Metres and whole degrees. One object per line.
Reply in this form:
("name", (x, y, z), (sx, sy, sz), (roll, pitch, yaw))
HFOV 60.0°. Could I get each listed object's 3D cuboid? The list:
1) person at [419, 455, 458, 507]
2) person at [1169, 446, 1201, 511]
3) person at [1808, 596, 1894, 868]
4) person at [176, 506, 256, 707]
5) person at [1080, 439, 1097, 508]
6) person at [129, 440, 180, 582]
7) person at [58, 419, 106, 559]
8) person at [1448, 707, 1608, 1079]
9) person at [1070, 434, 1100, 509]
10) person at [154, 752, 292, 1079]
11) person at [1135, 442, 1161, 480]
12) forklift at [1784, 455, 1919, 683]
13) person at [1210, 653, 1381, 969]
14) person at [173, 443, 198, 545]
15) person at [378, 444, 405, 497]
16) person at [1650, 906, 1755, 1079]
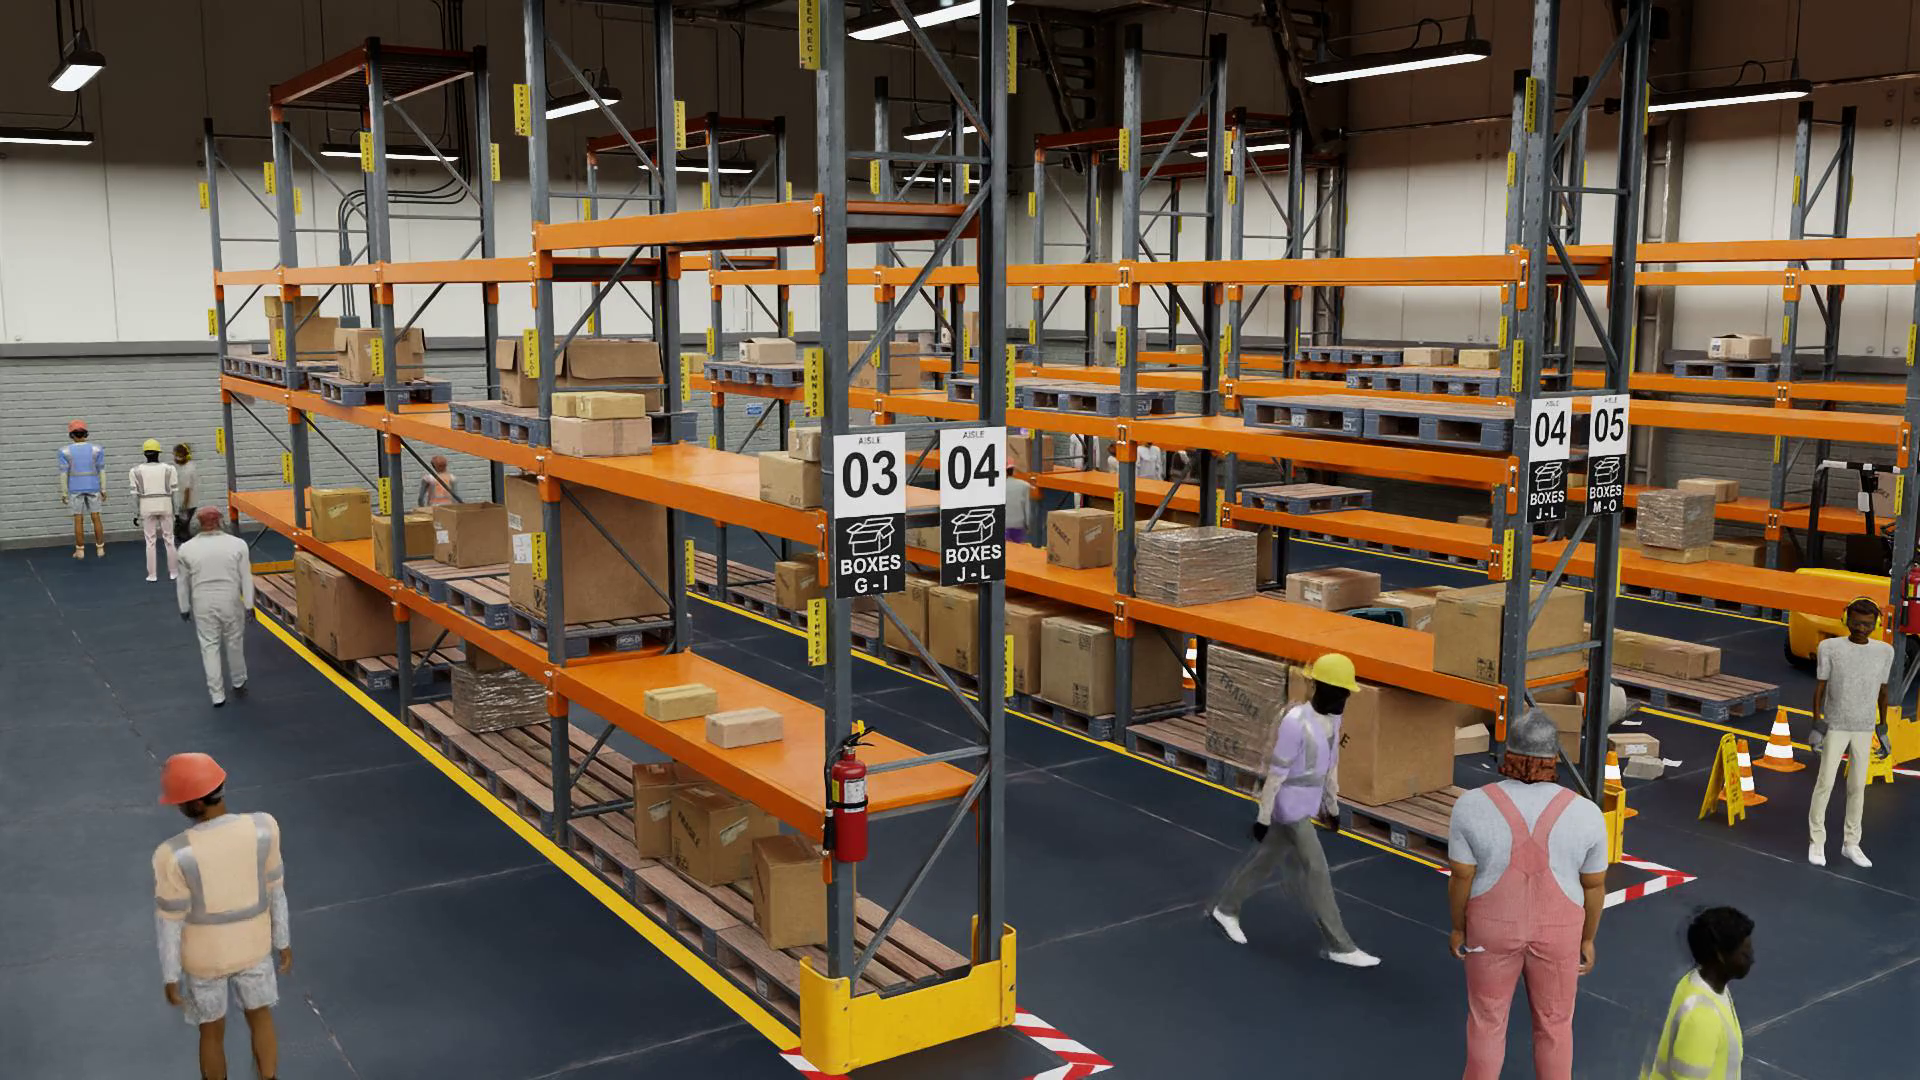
("person", (-7.318, -0.396, 23.460), (0.502, 1.601, 0.830), (-7, 11, -37))
("person", (3.216, -0.635, 23.641), (0.628, 2.019, 0.609), (-5, 10, -32))
("person", (6.057, 1.299, 11.306), (0.521, 1.865, 0.327), (1, 9, 8))
("person", (-7.097, 0.603, 15.904), (0.676, 1.862, 0.966), (-3, 9, -20))
("person", (2.188, -1.171, 28.072), (0.316, 1.767, 0.535), (1, 9, 9))
("person", (-10.813, -0.389, 22.360), (0.589, 1.917, 0.392), (-5, 10, -28))
("person", (-12.792, -0.738, 24.267), (0.608, 2.045, 0.369), (-7, 11, -37))
("person", (2.584, 1.759, 7.651), (0.687, 2.000, 0.538), (2, 9, 14))
("person", (2.193, -1.315, 29.061), (0.563, 1.753, 0.327), (5, 10, 28))
("person", (-3.316, 1.850, 7.511), (0.587, 1.897, 0.561), (-7, 11, -39))
("person", (2.983, -0.927, 26.467), (0.542, 1.773, 0.328), (-5, 10, -32))
("forklift", (9.643, 0.253, 17.172), (2.313, 2.155, 1.214), (-6, 10, -33))
("person", (1.952, 1.542, 9.787), (1.056, 1.845, 0.596), (5, 10, 31))
("person", (-10.745, -0.442, 23.046), (0.357, 1.826, 0.603), (-6, 11, -36))
("person", (-7.816, -0.480, 22.965), (0.381, 1.918, 0.585), (-5, 10, -31))
("person", (2.817, 2.165, 6.203), (0.860, 1.646, 0.550), (3, 9, 21))
